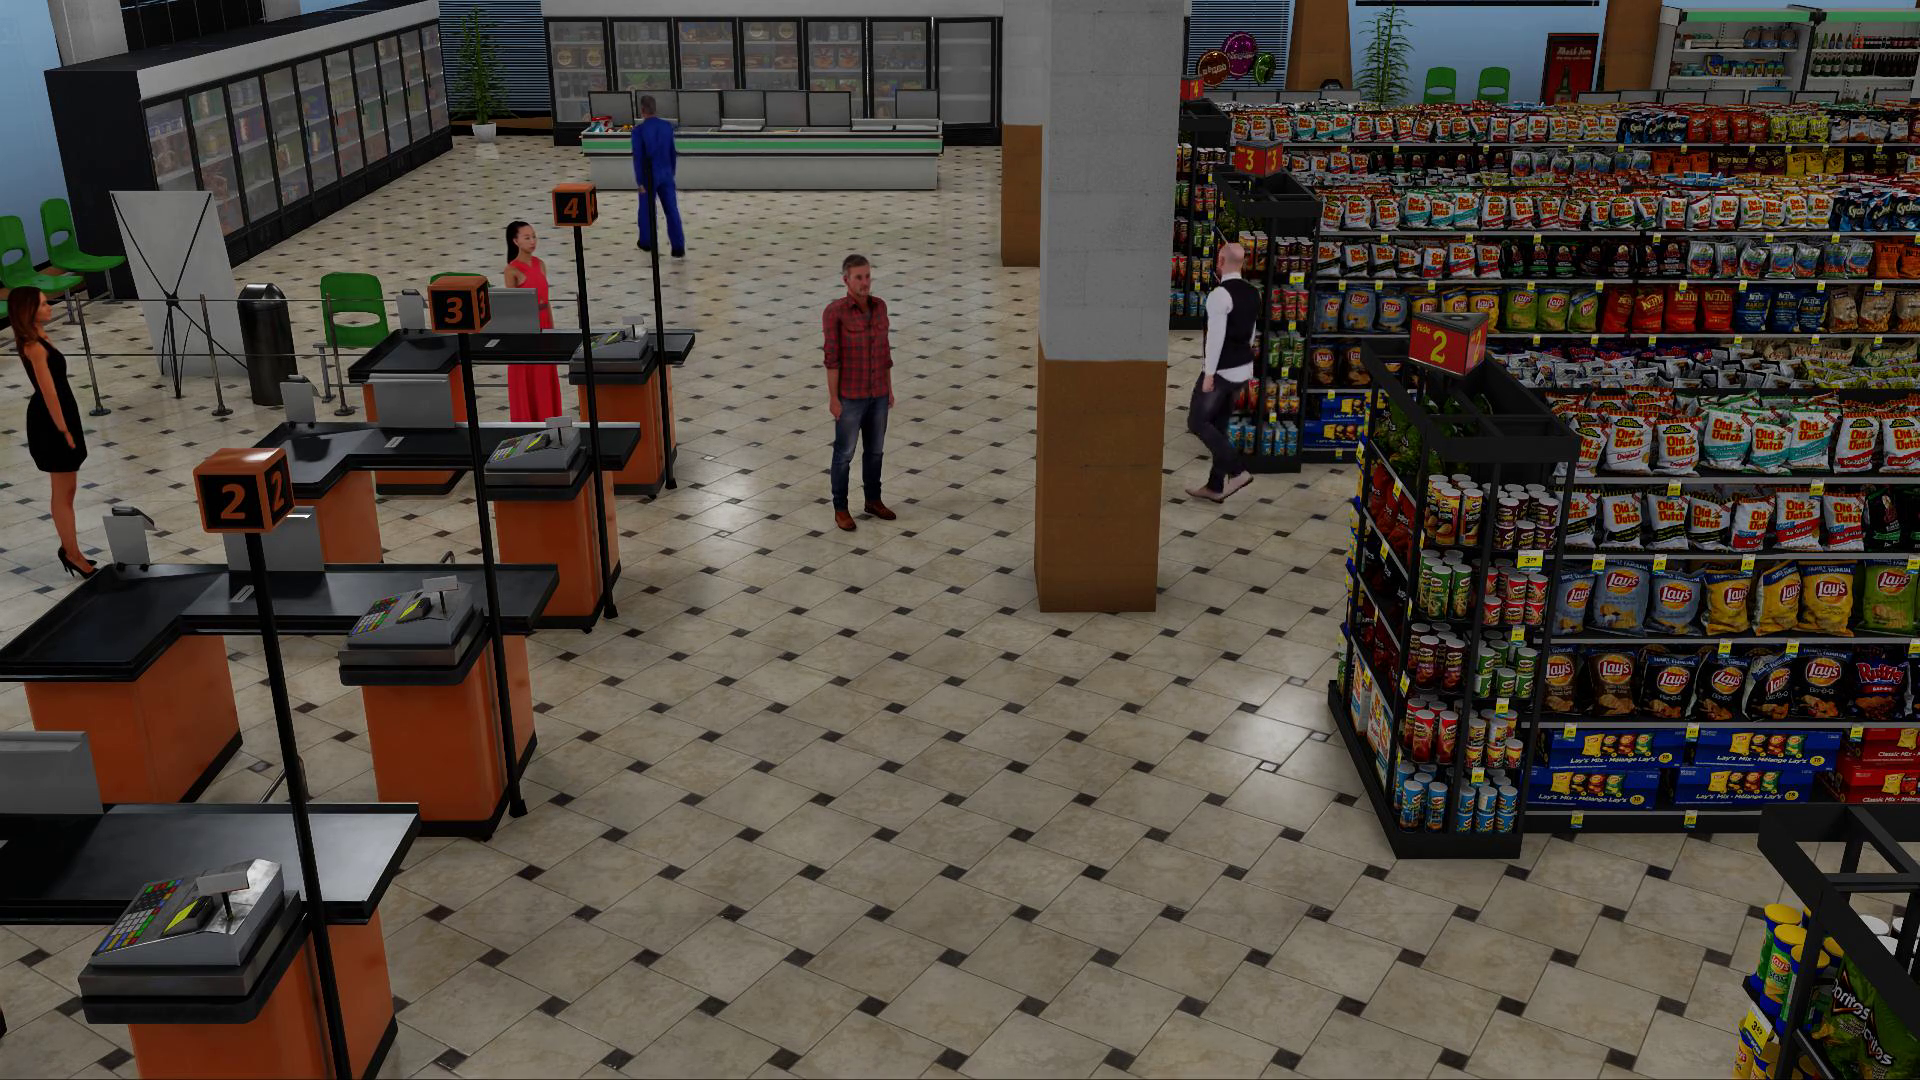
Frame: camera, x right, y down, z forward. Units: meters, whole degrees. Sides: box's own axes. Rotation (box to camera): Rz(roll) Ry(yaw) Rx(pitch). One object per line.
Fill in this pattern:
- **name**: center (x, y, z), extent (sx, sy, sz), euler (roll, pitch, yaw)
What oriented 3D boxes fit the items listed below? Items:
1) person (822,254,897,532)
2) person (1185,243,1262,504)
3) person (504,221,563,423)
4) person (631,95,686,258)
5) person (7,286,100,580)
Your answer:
- **person**: center (-0.672, -1.000, 11.074), extent (0.722, 1.831, 0.817), euler (-16, 27, -35)
- **person**: center (1.877, -1.089, 11.341), extent (0.997, 1.795, 0.942), euler (15, 26, 33)
- **person**: center (-3.250, -1.557, 12.598), extent (0.729, 1.727, 0.710), euler (12, 25, 28)
- **person**: center (-3.354, -4.029, 18.682), extent (1.268, 1.779, 1.171), euler (-12, 25, -27)
- **person**: center (-5.549, -0.649, 10.196), extent (0.682, 1.834, 0.670), euler (-12, 25, -27)
